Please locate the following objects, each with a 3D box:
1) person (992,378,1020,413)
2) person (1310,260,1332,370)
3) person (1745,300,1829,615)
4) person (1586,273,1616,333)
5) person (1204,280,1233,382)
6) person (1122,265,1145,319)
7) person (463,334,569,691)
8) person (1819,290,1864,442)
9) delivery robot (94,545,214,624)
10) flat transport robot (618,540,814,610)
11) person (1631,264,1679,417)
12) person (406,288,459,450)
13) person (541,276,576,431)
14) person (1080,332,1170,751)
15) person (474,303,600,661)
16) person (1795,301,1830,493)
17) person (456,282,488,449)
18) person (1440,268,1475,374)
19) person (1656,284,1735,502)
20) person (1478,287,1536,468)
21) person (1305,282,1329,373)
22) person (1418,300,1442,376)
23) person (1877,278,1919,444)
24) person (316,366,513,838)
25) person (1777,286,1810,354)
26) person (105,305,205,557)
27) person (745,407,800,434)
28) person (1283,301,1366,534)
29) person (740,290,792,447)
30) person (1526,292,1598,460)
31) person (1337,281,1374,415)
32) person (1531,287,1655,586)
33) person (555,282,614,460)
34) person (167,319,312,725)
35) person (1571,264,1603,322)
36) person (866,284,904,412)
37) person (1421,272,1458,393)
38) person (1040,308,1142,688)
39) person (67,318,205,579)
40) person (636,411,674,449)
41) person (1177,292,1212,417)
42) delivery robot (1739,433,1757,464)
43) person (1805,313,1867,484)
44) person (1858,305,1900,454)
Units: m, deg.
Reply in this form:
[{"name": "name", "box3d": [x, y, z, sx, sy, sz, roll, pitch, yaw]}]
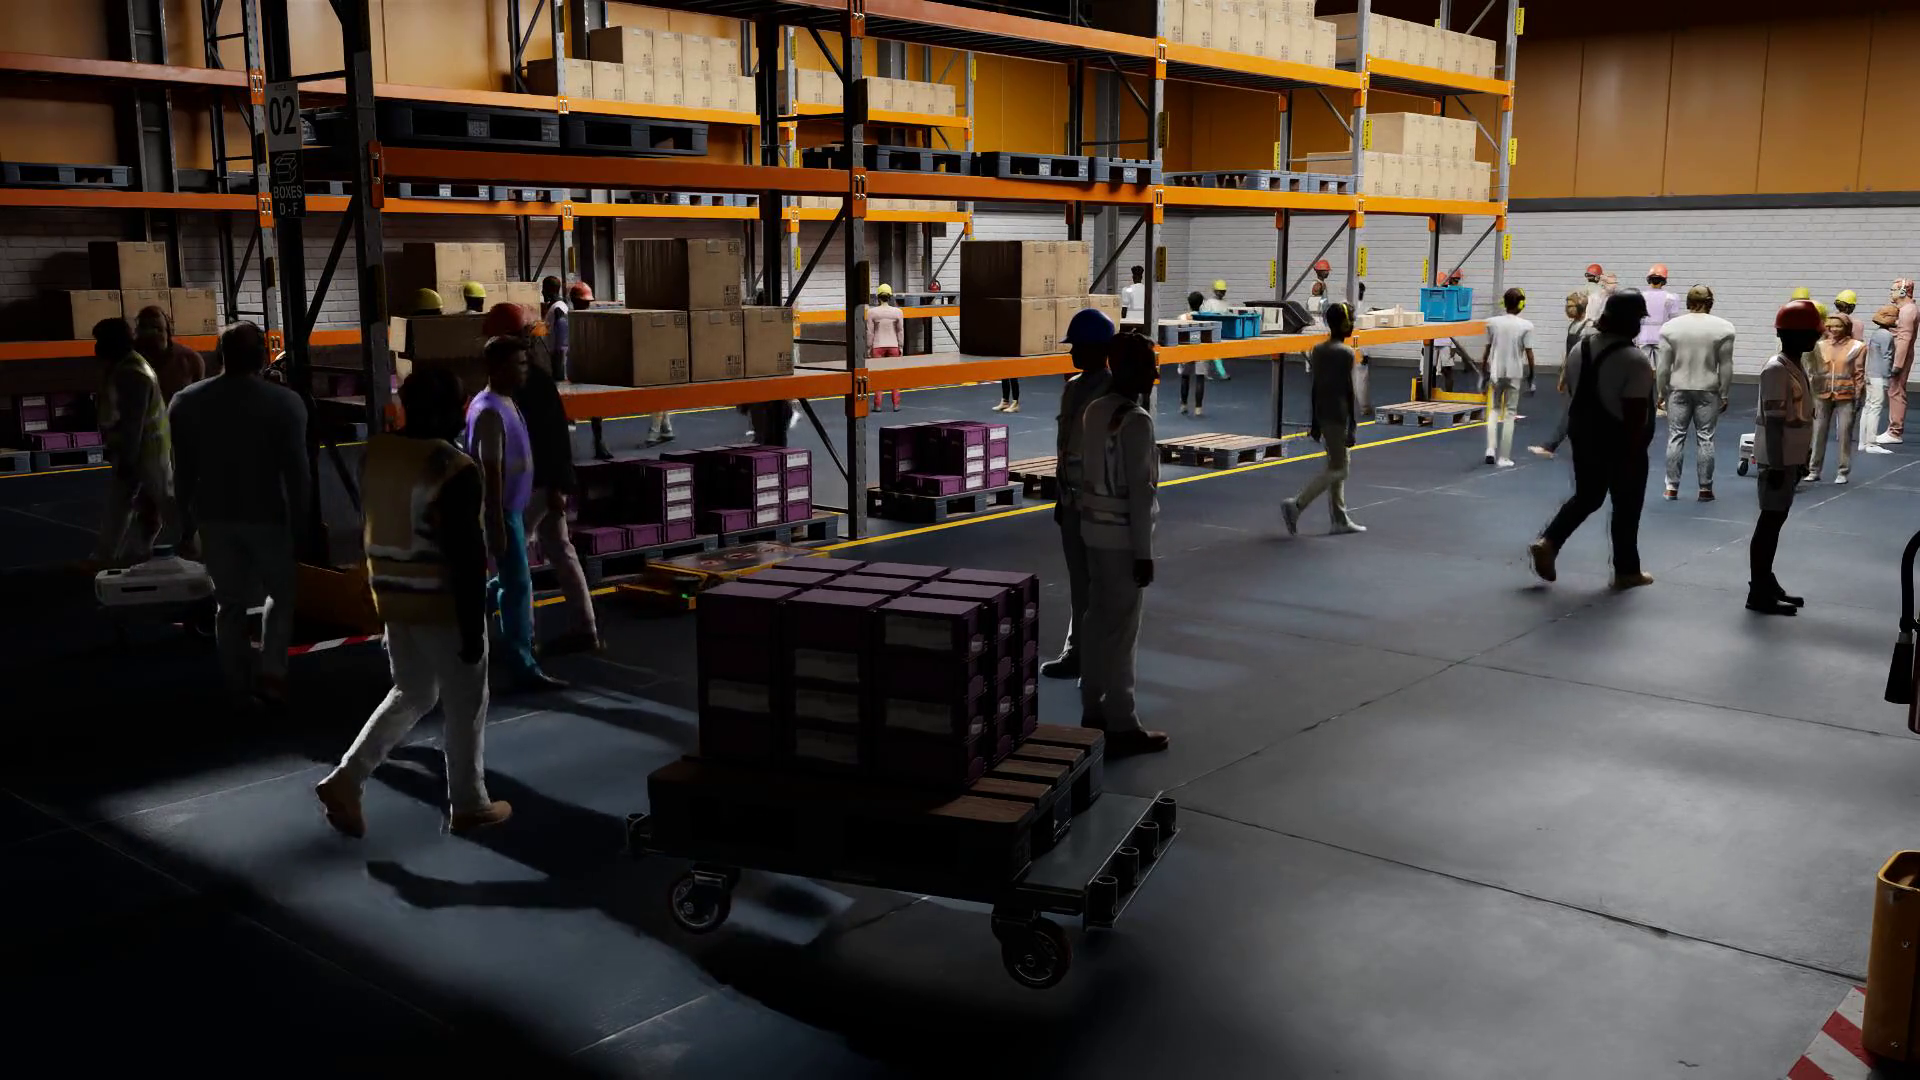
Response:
[{"name": "person", "box3d": [0.644, -2.591, 22.832, 0.317, 1.696, 0.540, -5, 11, -28]}, {"name": "person", "box3d": [6.580, -4.087, 30.373, 0.391, 2.040, 0.615, 5, 11, 25]}, {"name": "person", "box3d": [5.132, -0.515, 10.335, 0.361, 1.938, 0.545, 7, 12, 36]}, {"name": "person", "box3d": [9.132, -2.823, 23.565, 0.651, 1.906, 0.403, -6, 12, -30]}, {"name": "person", "box3d": [4.374, -3.539, 28.209, 0.529, 1.708, 0.938, -7, 12, -34]}, {"name": "person", "box3d": [3.073, -3.776, 28.845, 0.599, 1.958, 0.374, -3, 10, -16]}, {"name": "person", "box3d": [-2.382, -0.124, 8.434, 0.658, 1.828, 0.583, -1, 10, -8]}, {"name": "person", "box3d": [10.290, -2.030, 19.447, 0.313, 1.767, 0.533, -7, 12, -34]}, {"name": "delivery robot", "box3d": [-4.551, 0.270, 9.530, 0.707, 0.478, 0.477, -4, 11, -20]}, {"name": "flat transport robot", "box3d": [-1.485, 0.211, 10.944, 0.652, 0.197, 1.431, 8, 13, 37]}, {"name": "person", "box3d": [9.268, -2.659, 22.234, 0.605, 2.045, 0.385, 6, 11, 29]}, {"name": "person", "box3d": [-4.305, -1.094, 13.660, 0.387, 1.926, 0.591, -8, 13, -38]}, {"name": "person", "box3d": [-4.957, -2.302, 20.588, 0.383, 1.912, 0.592, -3, 11, -19]}, {"name": "person", "box3d": [0.726, 0.007, 7.520, 0.357, 1.881, 0.574, -3, 10, -18]}, {"name": "person", "box3d": [-2.381, -0.316, 9.137, 0.783, 1.952, 0.634, -2, 10, -14]}, {"name": "person", "box3d": [7.824, -1.333, 15.464, 0.407, 1.782, 0.677, 4, 11, 21]}, {"name": "person", "box3d": [-5.510, -1.972, 18.812, 0.604, 1.877, 0.984, 8, 13, 38]}, {"name": "person", "box3d": [8.903, -3.918, 29.820, 0.562, 1.913, 0.798, -9, 13, -41]}, {"name": "person", "box3d": [6.545, -1.308, 14.856, 0.629, 1.937, 0.378, 5, 11, 27]}, {"name": "person", "box3d": [5.622, -1.657, 17.054, 0.567, 1.856, 0.375, 8, 13, 37]}, {"name": "person", "box3d": [6.422, -3.808, 29.932, 0.308, 1.639, 0.524, -7, 12, -36]}, {"name": "person", "box3d": [8.332, -3.711, 29.372, 0.513, 1.643, 0.309, 4, 11, 22]}, {"name": "person", "box3d": [10.827, -2.065, 19.245, 0.409, 1.907, 0.651, 6, 11, 29]}, {"name": "person", "box3d": [-2.036, 0.266, 6.215, 0.643, 1.824, 0.680, 6, 12, 32]}, {"name": "person", "box3d": [11.312, -2.555, 22.503, 0.322, 1.744, 0.491, -7, 12, -36]}, {"name": "person", "box3d": [-5.709, -0.745, 11.864, 0.660, 1.873, 0.712, -5, 11, -27]}, {"name": "person", "box3d": [-2.299, -2.106, 20.354, 0.795, 1.610, 0.502, -7, 12, -35]}, {"name": "person", "box3d": [2.878, -0.932, 12.966, 0.752, 1.848, 0.526, -4, 11, -22]}, {"name": "person", "box3d": [-1.716, -1.226, 14.430, 0.642, 1.918, 0.569, 8, 13, 40]}, {"name": "person", "box3d": [6.617, -1.731, 17.706, 1.018, 1.793, 0.551, 0, 10, -1]}, {"name": "person", "box3d": [5.287, -2.572, 22.396, 0.627, 1.838, 0.579, 9, 13, 40]}, {"name": "person", "box3d": [4.253, -0.683, 10.998, 0.777, 2.000, 0.690, -4, 11, -23]}, {"name": "person", "box3d": [-4.107, -1.820, 17.893, 0.954, 1.902, 0.551, 10, 14, 43]}, {"name": "person", "box3d": [-3.395, -0.081, 7.903, 0.640, 1.920, 0.433, -2, 10, -12]}, {"name": "person", "box3d": [10.277, -3.494, 27.129, 0.391, 1.995, 0.613, -7, 12, -35]}, {"name": "person", "box3d": [-1.035, -2.639, 22.914, 0.533, 1.768, 0.310, -2, 10, -13]}, {"name": "person", "box3d": [6.583, -2.712, 22.874, 0.539, 1.929, 0.380, 8, 13, 38]}, {"name": "person", "box3d": [0.682, -0.211, 8.569, 0.389, 1.949, 0.604, -6, 12, -30]}, {"name": "person", "box3d": [-5.607, -0.607, 11.278, 0.905, 1.790, 0.650, -8, 13, -38]}, {"name": "person", "box3d": [-3.471, -1.947, 18.898, 0.619, 1.825, 0.567, 9, 14, 43]}, {"name": "person", "box3d": [3.172, -2.509, 22.470, 0.544, 1.662, 0.829, 1, 10, 6]}, {"name": "delivery robot", "box3d": [8.080, -0.956, 16.509, 0.707, 0.478, 0.477, -6, 12, -31]}, {"name": "person", "box3d": [8.415, -1.358, 16.003, 0.517, 1.636, 0.312, 10, 14, 43]}, {"name": "person", "box3d": [10.167, -1.775, 18.378, 0.285, 1.631, 0.501, 2, 10, 12]}]
